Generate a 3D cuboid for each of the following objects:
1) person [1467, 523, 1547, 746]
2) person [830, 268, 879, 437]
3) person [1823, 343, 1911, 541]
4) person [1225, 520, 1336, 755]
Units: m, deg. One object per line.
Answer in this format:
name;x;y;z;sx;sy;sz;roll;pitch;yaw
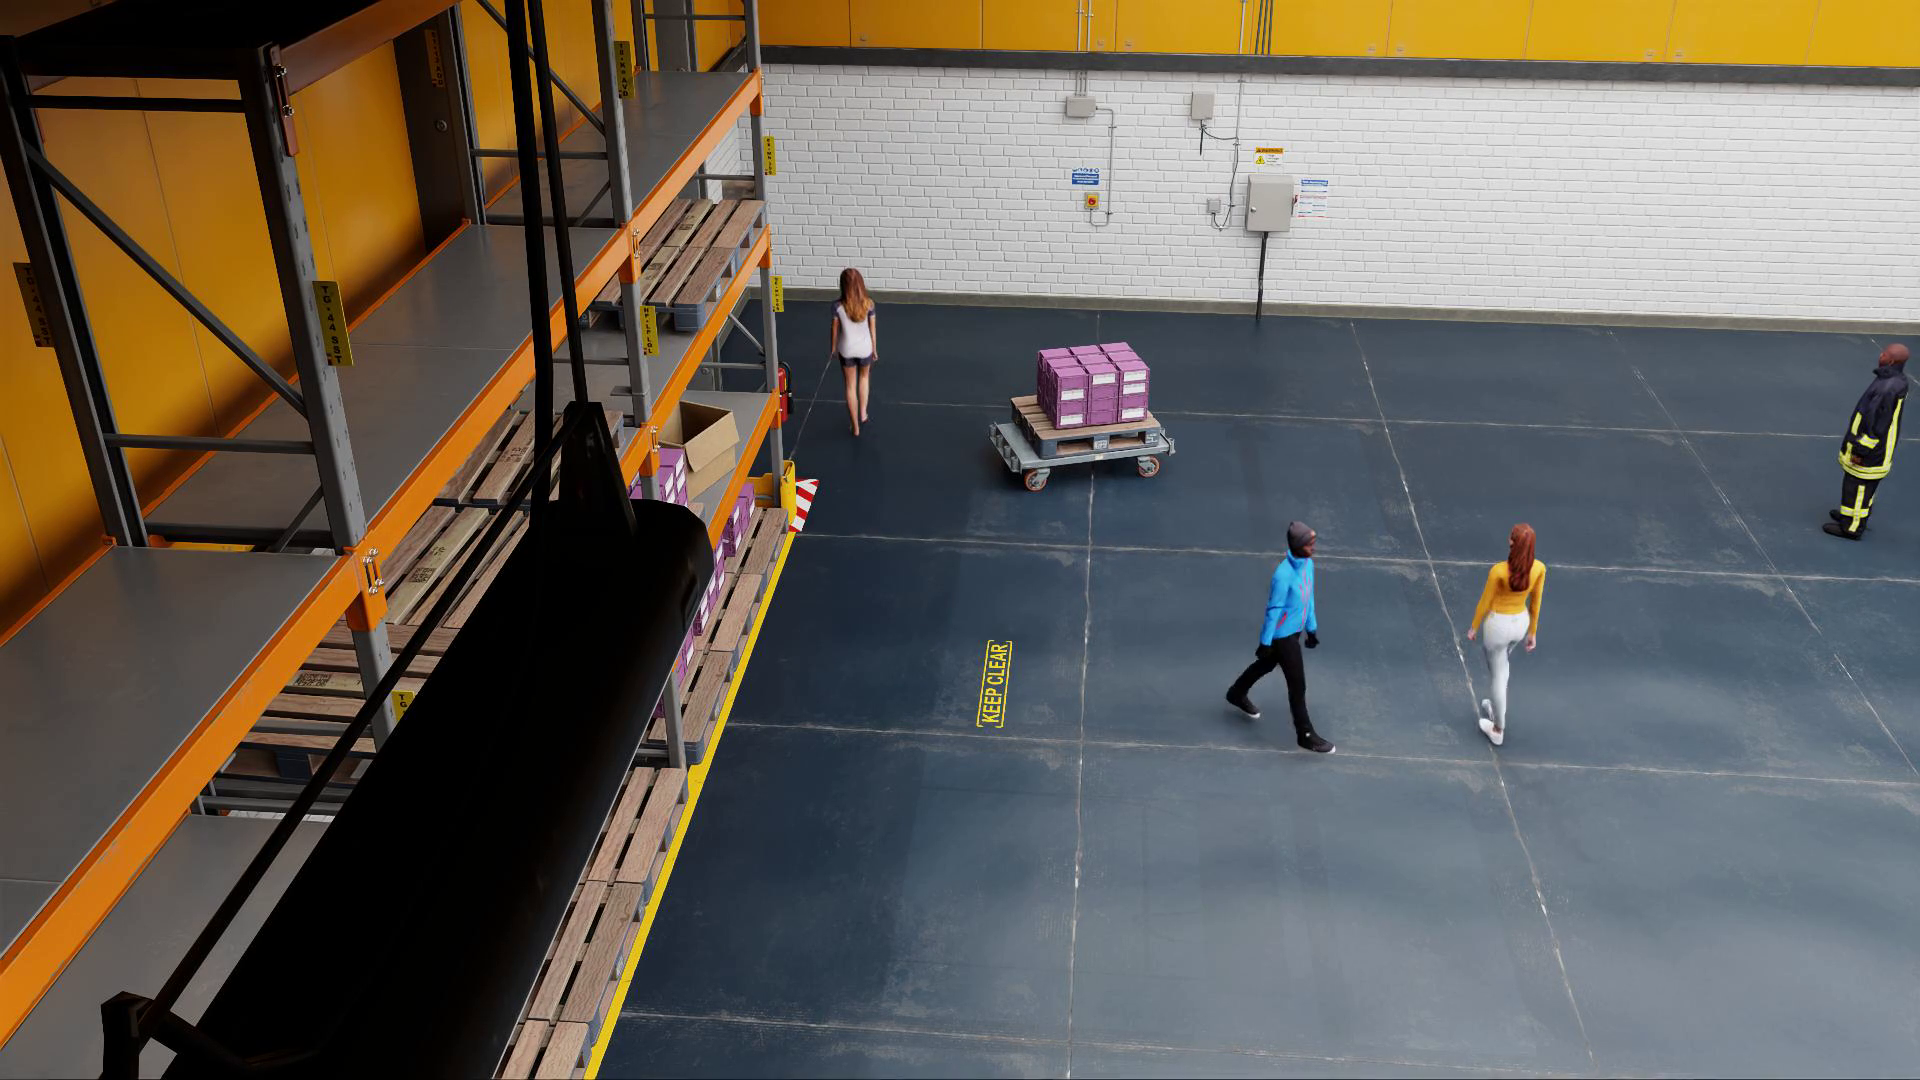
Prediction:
person;3.949;0.713;11.913;0.700;1.734;0.796;-7;29;-13
person;-1.038;-1.850;16.632;0.720;1.715;0.799;-5;29;-9
person;8.121;-0.898;14.774;0.923;1.822;0.825;21;35;34
person;2.262;0.648;12.016;1.109;1.748;1.206;20;34;32
